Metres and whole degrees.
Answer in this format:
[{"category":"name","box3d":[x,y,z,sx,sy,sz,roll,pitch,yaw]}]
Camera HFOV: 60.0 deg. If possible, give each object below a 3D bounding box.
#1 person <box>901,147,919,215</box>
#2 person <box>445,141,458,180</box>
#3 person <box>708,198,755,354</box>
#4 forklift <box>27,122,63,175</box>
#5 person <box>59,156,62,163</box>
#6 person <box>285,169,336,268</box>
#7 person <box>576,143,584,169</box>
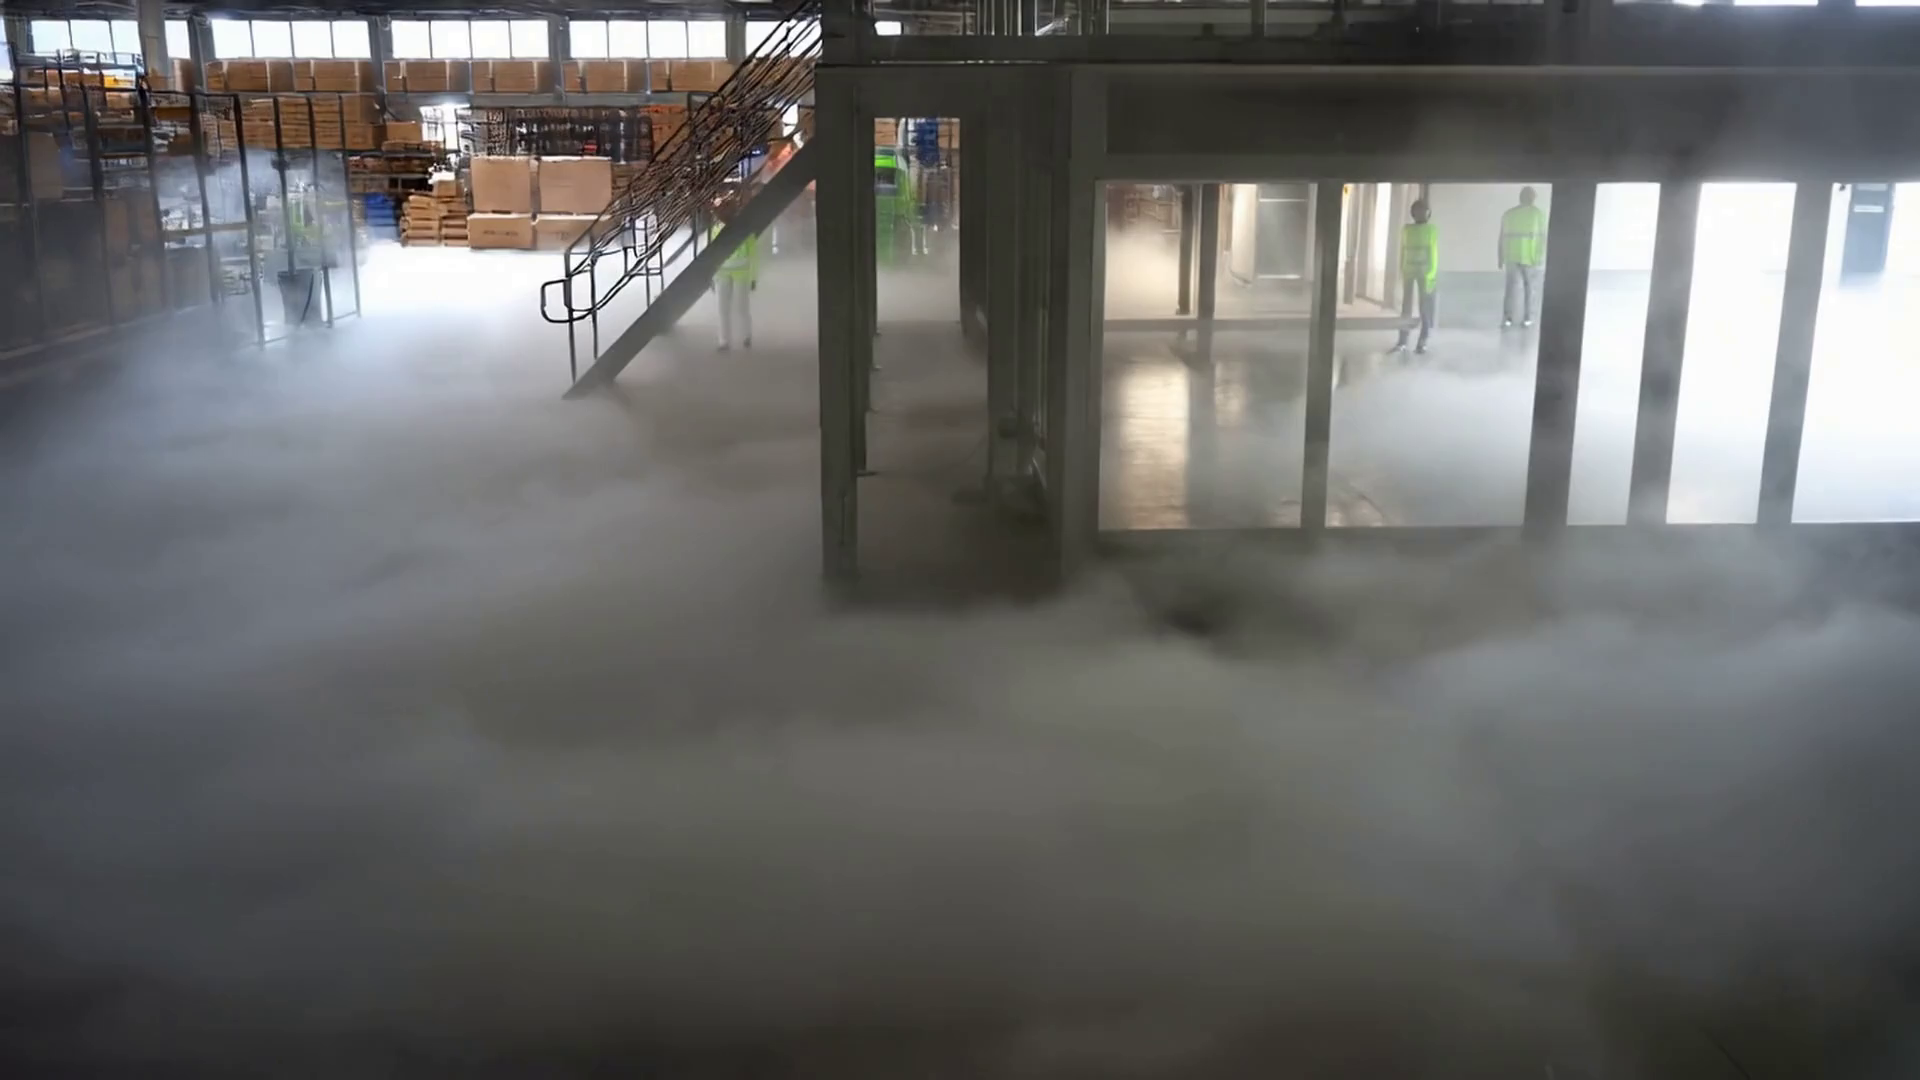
[{"category":"person","box3d":[-1.501,-10.915,50.656,0.609,2.043,0.397,7,16,27]},{"category":"person","box3d":[-23.933,-17.778,78.297,0.634,1.936,0.439,3,14,12]},{"category":"person","box3d":[-2.782,-3.225,20.292,0.595,1.861,0.806,2,14,6]},{"category":"forklift","box3d":[-35.376,-14.773,64.377,1.129,2.768,1.873,-1,14,-2]},{"category":"person","box3d":[-36.999,-15.147,68.095,0.613,1.800,0.785,-1,14,-2]},{"category":"person","box3d":[-12.502,-6.144,31.895,0.973,1.884,0.572,-4,14,-14]},{"category":"person","box3d":[-19.141,-19.153,84.032,0.403,1.822,0.586,-11,18,-38]}]
